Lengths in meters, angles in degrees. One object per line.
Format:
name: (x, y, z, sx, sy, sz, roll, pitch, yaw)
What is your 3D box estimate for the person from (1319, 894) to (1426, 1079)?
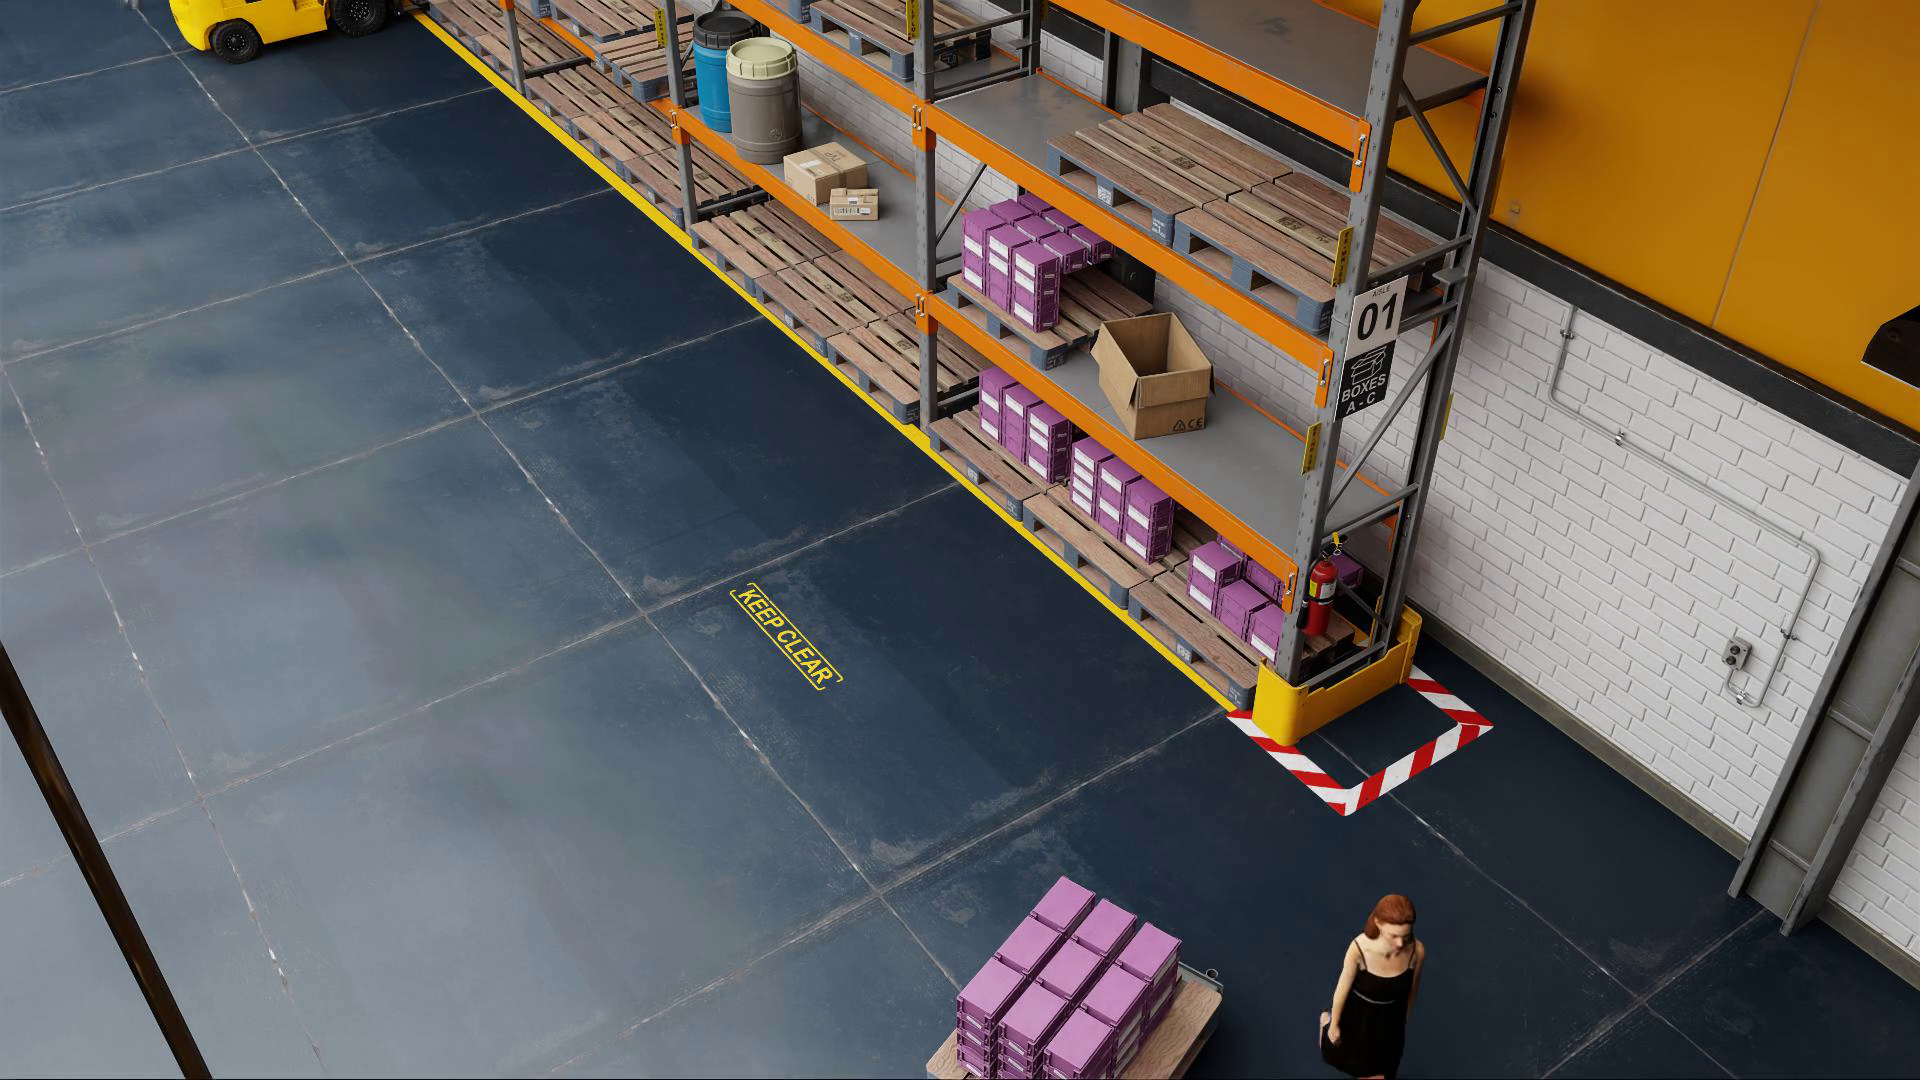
person: (1.964, 2.241, 8.089, 0.954, 1.594, 1.101, 1, 39, 1)
